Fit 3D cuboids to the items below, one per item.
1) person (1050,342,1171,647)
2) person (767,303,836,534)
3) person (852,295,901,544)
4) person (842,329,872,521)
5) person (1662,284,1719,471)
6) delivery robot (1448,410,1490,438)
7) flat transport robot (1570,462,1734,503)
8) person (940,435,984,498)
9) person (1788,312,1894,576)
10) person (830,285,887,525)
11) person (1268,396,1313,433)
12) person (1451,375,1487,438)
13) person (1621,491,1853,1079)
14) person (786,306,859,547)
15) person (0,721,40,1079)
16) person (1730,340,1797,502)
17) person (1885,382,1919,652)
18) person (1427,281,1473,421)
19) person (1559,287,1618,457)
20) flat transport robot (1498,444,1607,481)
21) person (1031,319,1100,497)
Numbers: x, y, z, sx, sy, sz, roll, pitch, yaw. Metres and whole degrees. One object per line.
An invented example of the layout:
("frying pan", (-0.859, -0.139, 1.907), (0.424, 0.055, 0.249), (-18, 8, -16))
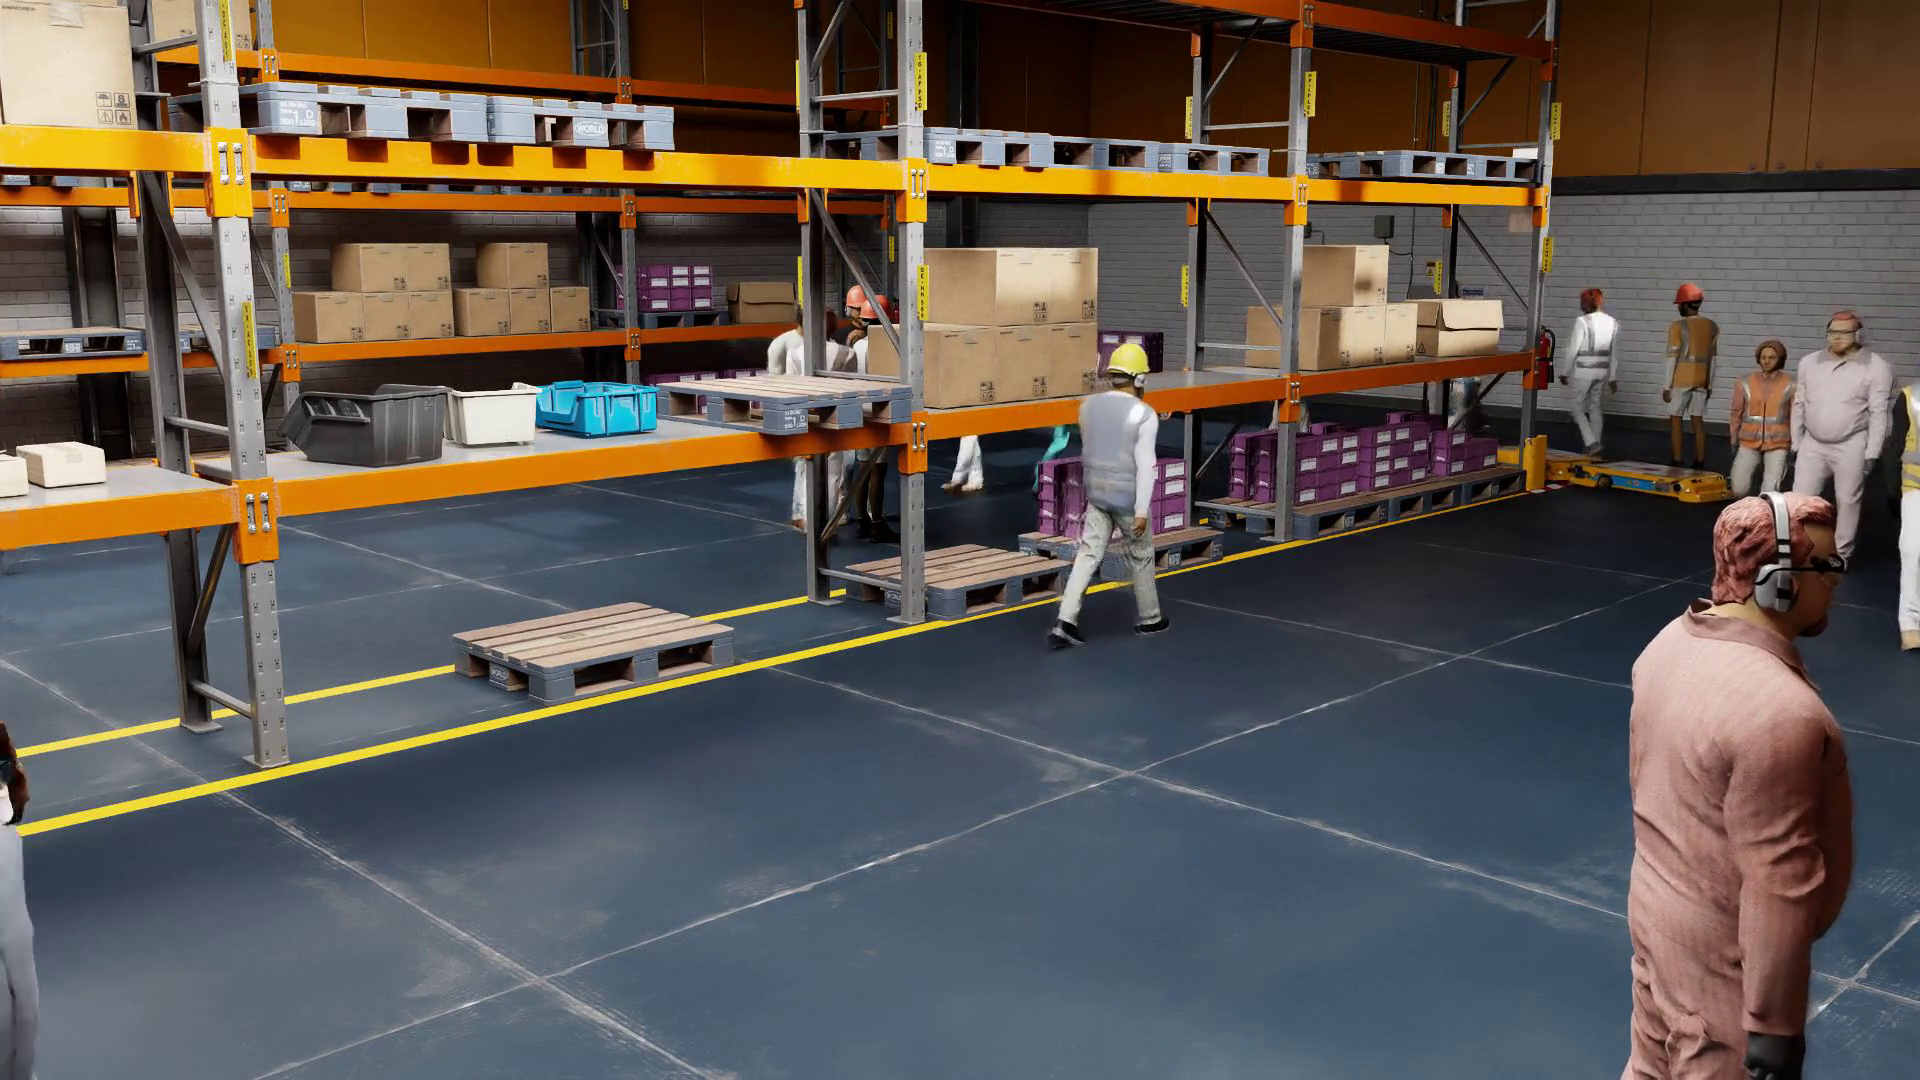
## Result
("person", (0.903, -0.260, 9.770), (0.602, 1.796, 0.930), (9, 14, 42))
("person", (-1.148, -0.956, 13.195), (0.654, 1.917, 0.740), (-8, 13, -39))
("person", (-0.653, -0.943, 13.068), (0.358, 1.938, 0.542), (-6, 12, -28))
("person", (-0.840, -0.936, 13.860), (0.508, 1.631, 0.265), (0, 10, 0))
("person", (7.210, -1.564, 16.498), (0.567, 1.923, 0.393), (-3, 11, -15))
("delivery robot", (5.255, -1.136, 17.637), (0.477, 0.478, 0.707), (-7, 12, -32))
("flat transport robot", (6.491, -0.557, 15.511), (0.652, 0.197, 1.431), (-6, 12, -29))
("person", (-0.012, -1.296, 15.342), (0.662, 1.800, 0.912), (7, 13, 35))
("person", (6.024, -0.633, 11.539), (0.905, 1.868, 0.679), (-9, 14, -42))
("person", (-0.831, -1.123, 13.890), (0.613, 1.995, 0.391), (-4, 11, -21))
("person", (3.510, -1.508, 17.063), (0.847, 1.600, 0.521), (-1, 10, -4))
("person", (5.191, -1.500, 16.976), (0.416, 1.616, 0.523), (4, 11, 20))
("person", (1.590, 0.843, 3.413), (0.399, 1.909, 0.642), (1, 10, 3))
("person", (-1.056, -0.882, 12.931), (0.576, 1.866, 0.484), (3, 11, 14))
("person", (-1.683, 1.069, 2.988), (0.737, 1.600, 0.522), (0, 10, 0))
("person", (6.102, -0.702, 12.610), (0.519, 1.629, 0.386), (7, 12, 33))
("person", (5.710, -0.245, 9.603), (0.626, 1.807, 0.848), (4, 11, 20))
("person", (5.667, -2.057, 19.212), (0.563, 1.914, 0.647), (-4, 11, -22))
("person", (6.740, -1.752, 17.679), (0.597, 1.863, 0.556), (-5, 11, -24))
("flat transport robot", (5.819, -0.792, 16.793), (0.652, 0.197, 1.431), (-4, 11, -19))
("person", (1.058, -1.206, 15.116), (0.933, 1.711, 0.557), (-8, 13, -36))
